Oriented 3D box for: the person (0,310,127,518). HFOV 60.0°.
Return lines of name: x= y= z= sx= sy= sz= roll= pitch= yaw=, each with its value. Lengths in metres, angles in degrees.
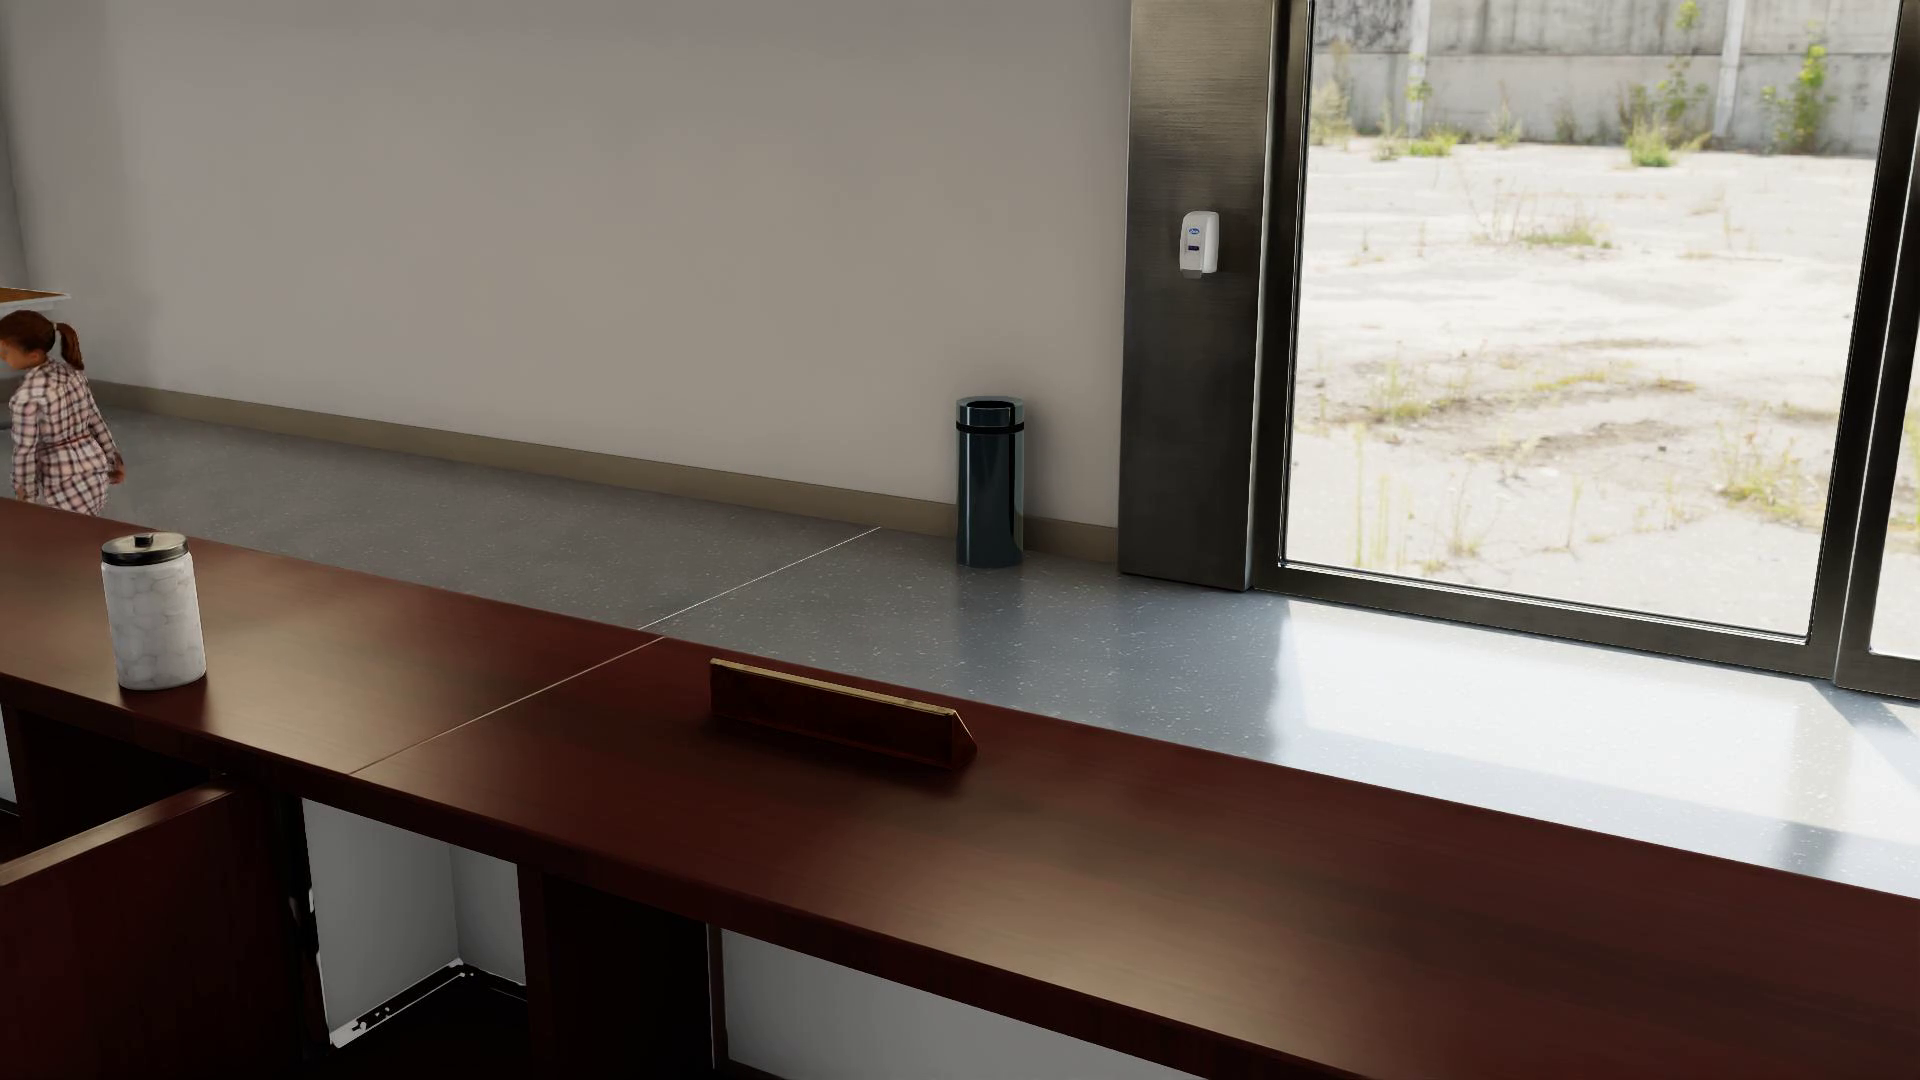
person: x=-3.265 y=-0.223 z=6.195 sx=0.690 sy=1.271 sz=0.545 roll=7 pitch=17 yaw=23
